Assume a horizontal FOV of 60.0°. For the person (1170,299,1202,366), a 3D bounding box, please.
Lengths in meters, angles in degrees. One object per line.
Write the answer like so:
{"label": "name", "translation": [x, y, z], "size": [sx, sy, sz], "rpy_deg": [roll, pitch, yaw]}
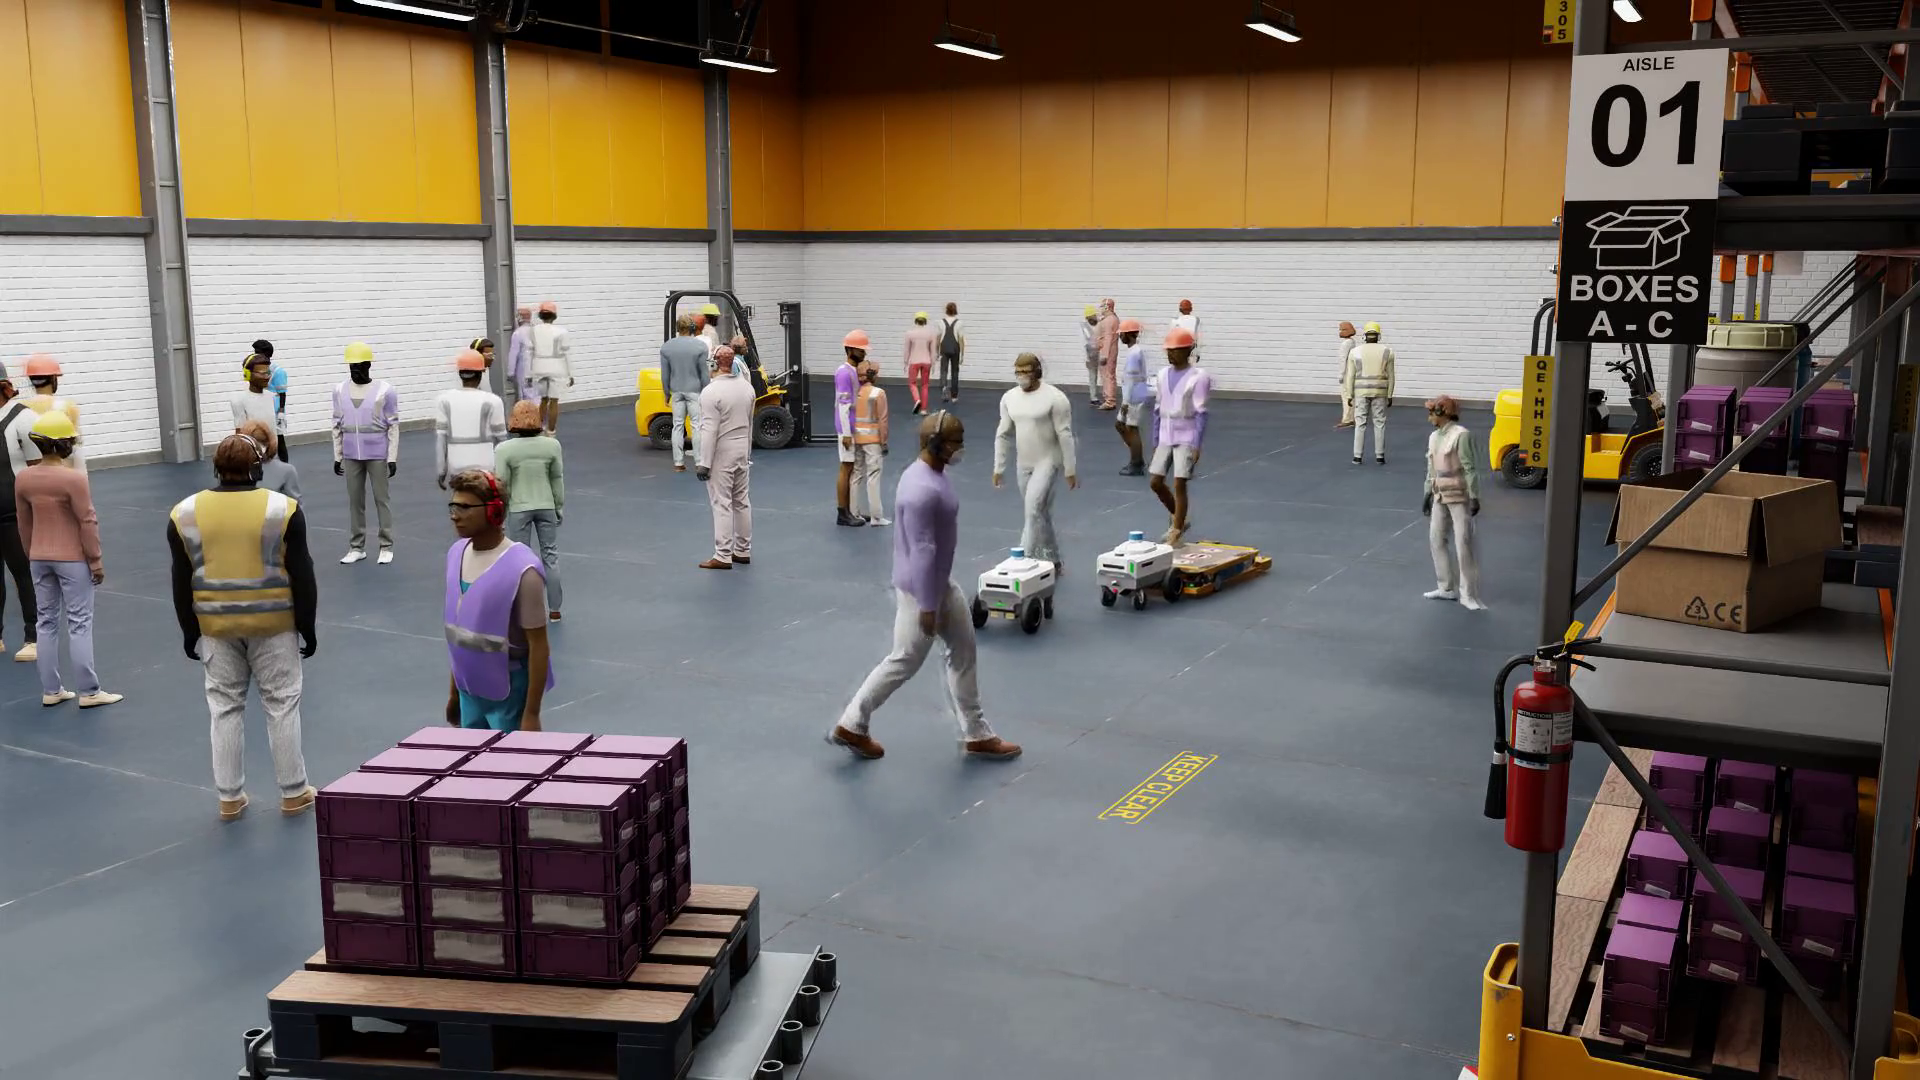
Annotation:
{"label": "person", "translation": [3.941, -3.253, 29.037], "size": [0.577, 1.882, 0.351], "rpy_deg": [-1, 10, -5]}

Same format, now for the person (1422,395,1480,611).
{"label": "person", "translation": [3.761, -0.290, 12.650], "size": [0.327, 1.611, 0.644], "rpy_deg": [-3, 10, -18]}

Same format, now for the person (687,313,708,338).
{"label": "person", "translation": [-3.788, -2.447, 24.560], "size": [0.718, 1.817, 0.644], "rpy_deg": [-4, 11, -24]}

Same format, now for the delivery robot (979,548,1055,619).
{"label": "delivery robot", "translation": [0.416, 0.300, 12.017], "size": [0.477, 0.478, 0.707], "rpy_deg": [5, 11, 25]}

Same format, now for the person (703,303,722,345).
{"label": "person", "translation": [-3.934, -2.720, 25.853], "size": [0.623, 1.911, 0.608], "rpy_deg": [-3, 10, -18]}

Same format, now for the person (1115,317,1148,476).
{"label": "person", "translation": [2.054, -1.715, 20.026], "size": [0.422, 1.920, 0.544], "rpy_deg": [1, 10, 6]}

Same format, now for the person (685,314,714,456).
{"label": "person", "translation": [-3.463, -2.058, 22.098], "size": [0.356, 1.885, 0.574], "rpy_deg": [3, 10, 17]}

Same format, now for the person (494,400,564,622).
{"label": "person", "translation": [-3.109, -0.195, 12.035], "size": [0.498, 1.634, 0.279], "rpy_deg": [-6, 11, -30]}

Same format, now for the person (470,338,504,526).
{"label": "person", "translation": [-4.637, -1.021, 16.149], "size": [0.313, 1.865, 0.528], "rpy_deg": [-1, 10, -7]}

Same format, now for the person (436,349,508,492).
{"label": "person", "translation": [-4.028, -0.641, 13.881], "size": [0.566, 1.883, 0.992], "rpy_deg": [0, 10, -1]}

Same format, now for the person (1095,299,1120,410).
{"label": "person", "translation": [2.520, -3.179, 28.522], "size": [0.407, 1.906, 0.655], "rpy_deg": [3, 10, 18]}

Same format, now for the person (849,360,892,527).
{"label": "person", "translation": [-0.920, -0.950, 16.401], "size": [0.515, 1.636, 0.315], "rpy_deg": [7, 12, 35]}

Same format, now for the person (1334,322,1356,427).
{"label": "person", "translation": [5.976, -2.554, 25.712], "size": [0.271, 1.627, 0.499], "rpy_deg": [5, 11, 27]}

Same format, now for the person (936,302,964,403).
{"label": "person", "translation": [-0.182, -3.340, 29.700], "size": [0.530, 1.825, 0.697], "rpy_deg": [1, 10, 3]}

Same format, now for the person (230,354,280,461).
{"label": "person", "translation": [-5.780, -0.606, 13.752], "size": [0.312, 1.864, 0.532], "rpy_deg": [2, 10, 14]}

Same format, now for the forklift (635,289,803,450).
{"label": "forklift", "translation": [-3.358, -2.392, 23.136], "size": [2.313, 2.155, 1.214], "rpy_deg": [-1, 10, -5]}

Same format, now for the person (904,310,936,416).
{"label": "person", "translation": [-0.653, -2.911, 27.424], "size": [0.539, 1.750, 0.415], "rpy_deg": [-2, 10, -10]}

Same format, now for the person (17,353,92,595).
{"label": "person", "translation": [-7.064, -0.475, 12.842], "size": [0.564, 1.916, 0.650], "rpy_deg": [2, 10, 9]}

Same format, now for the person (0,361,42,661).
{"label": "person", "translation": [-6.352, -0.209, 10.941], "size": [0.684, 2.000, 0.538], "rpy_deg": [1, 10, 8]}

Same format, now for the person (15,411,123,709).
{"label": "person", "translation": [-5.290, 0.122, 9.822], "size": [0.522, 1.768, 0.312], "rpy_deg": [3, 10, 14]}

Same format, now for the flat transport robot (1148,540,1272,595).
{"label": "flat transport robot", "translation": [1.964, 0.212, 13.623], "size": [0.652, 0.197, 1.431], "rpy_deg": [7, 12, 33]}

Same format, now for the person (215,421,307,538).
{"label": "person", "translation": [-4.517, 0.030, 10.793], "size": [0.524, 1.597, 0.700], "rpy_deg": [-5, 11, -26]}

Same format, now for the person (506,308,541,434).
{"label": "person", "translation": [-6.548, -2.522, 24.849], "size": [0.891, 1.865, 0.670], "rpy_deg": [5, 11, 25]}

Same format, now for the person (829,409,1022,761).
{"label": "person", "translation": [-0.211, 0.247, 8.734], "size": [0.997, 1.893, 0.636], "rpy_deg": [2, 10, 9]}

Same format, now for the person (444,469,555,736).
{"label": "person", "translation": [-1.840, 0.628, 6.651], "size": [0.563, 1.847, 0.393], "rpy_deg": [8, 13, 40]}

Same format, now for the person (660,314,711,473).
{"label": "person", "translation": [-3.341, -1.782, 20.344], "size": [0.627, 1.941, 0.373], "rpy_deg": [2, 10, 11]}

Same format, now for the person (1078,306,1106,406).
{"label": "person", "translation": [2.393, -3.197, 29.027], "size": [0.663, 1.775, 0.695], "rpy_deg": [-1, 10, -7]}

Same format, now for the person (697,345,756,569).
{"label": "person", "translation": [-2.023, -0.705, 14.199], "size": [0.407, 1.910, 0.639], "rpy_deg": [6, 11, 29]}

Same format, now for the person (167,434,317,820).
{"label": "person", "translation": [-3.379, 0.413, 7.914], "size": [0.634, 1.841, 0.429], "rpy_deg": [-2, 10, -9]}

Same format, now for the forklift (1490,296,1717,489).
{"label": "forklift", "translation": [7.296, -1.677, 18.993], "size": [2.313, 2.155, 1.214], "rpy_deg": [5, 11, 27]}

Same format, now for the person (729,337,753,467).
{"label": "person", "translation": [-2.781, -1.735, 20.932], "size": [0.309, 1.641, 0.511], "rpy_deg": [0, 10, 1]}

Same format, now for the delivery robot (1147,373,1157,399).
{"label": "delivery robot", "translation": [3.453, -2.700, 29.389], "size": [0.707, 0.478, 0.477], "rpy_deg": [0, 10, 3]}

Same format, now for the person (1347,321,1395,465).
{"label": "person", "translation": [5.215, -1.860, 21.128], "size": [0.586, 1.824, 0.403], "rpy_deg": [2, 10, 10]}

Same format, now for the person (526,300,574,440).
{"label": "person", "translation": [-5.755, -2.352, 23.394], "size": [0.622, 2.019, 0.630], "rpy_deg": [1, 10, 6]}

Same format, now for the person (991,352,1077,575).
{"label": "person", "translation": [0.575, -0.566, 13.443], "size": [0.668, 1.886, 1.019], "rpy_deg": [9, 13, 42]}

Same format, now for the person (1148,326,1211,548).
{"label": "person", "translation": [1.948, -0.899, 14.950], "size": [0.537, 2.033, 0.630], "rpy_deg": [-9, 13, -42]}

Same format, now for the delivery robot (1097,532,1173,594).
{"label": "delivery robot", "translation": [1.341, 0.179, 12.719], "size": [0.477, 0.478, 0.707], "rpy_deg": [7, 12, 33]}

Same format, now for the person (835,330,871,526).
{"label": "person", "translation": [-1.042, -1.108, 16.448], "size": [0.374, 1.934, 0.549], "rpy_deg": [2, 10, 12]}

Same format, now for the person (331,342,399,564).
{"label": "person", "translation": [-5.144, -0.749, 14.392], "size": [0.587, 1.928, 0.363], "rpy_deg": [1, 10, 3]}

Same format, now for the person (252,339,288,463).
{"label": "person", "translation": [-8.040, -1.485, 19.335], "size": [0.532, 1.693, 0.319], "rpy_deg": [4, 11, 24]}
